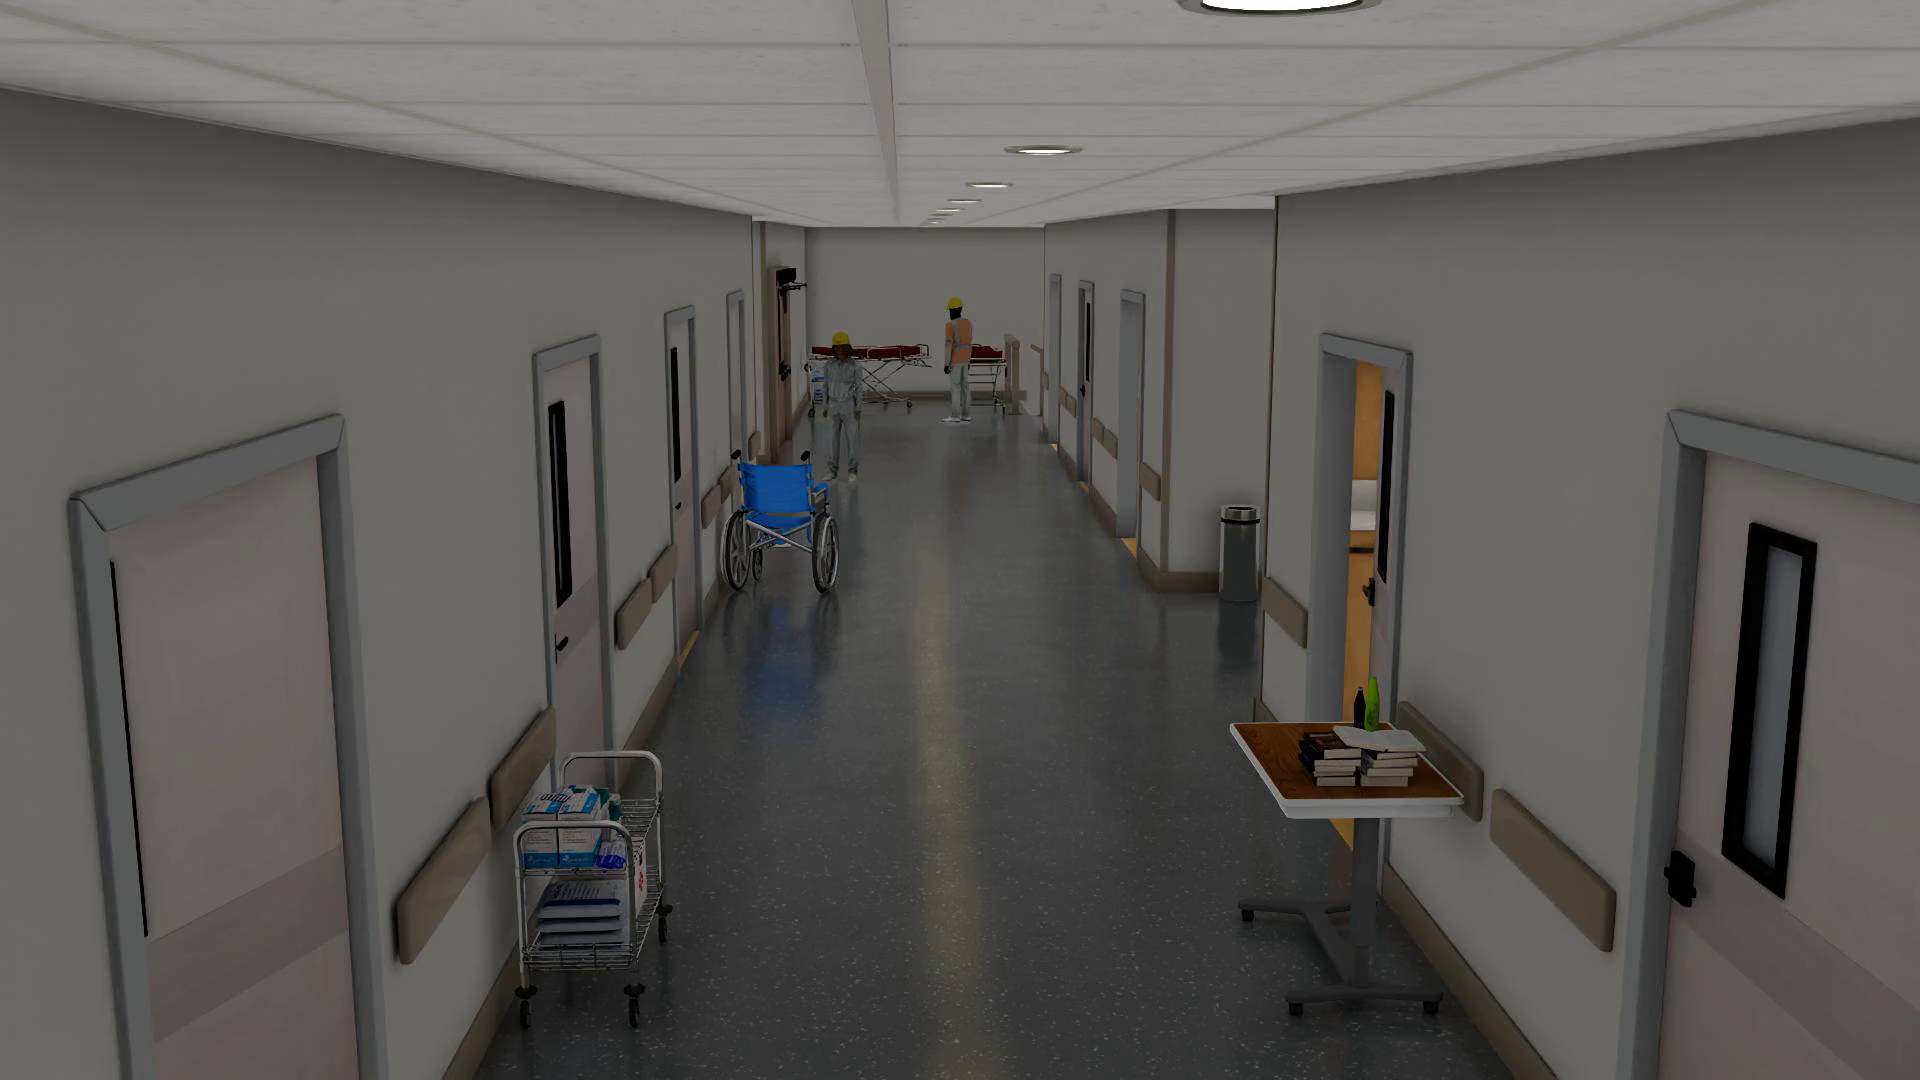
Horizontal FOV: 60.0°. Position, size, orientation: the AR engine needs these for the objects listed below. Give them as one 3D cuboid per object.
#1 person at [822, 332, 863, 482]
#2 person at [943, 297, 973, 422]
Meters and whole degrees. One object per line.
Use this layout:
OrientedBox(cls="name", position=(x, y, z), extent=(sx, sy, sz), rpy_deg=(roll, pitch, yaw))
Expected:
OrientedBox(cls="person", position=(-1.366, -1.532, 19.219), extent=(0.483, 1.745, 0.302), rpy_deg=(3, 11, 17))
OrientedBox(cls="person", position=(-0.046, -2.775, 25.666), extent=(0.397, 1.920, 0.586), rpy_deg=(8, 13, 38))
